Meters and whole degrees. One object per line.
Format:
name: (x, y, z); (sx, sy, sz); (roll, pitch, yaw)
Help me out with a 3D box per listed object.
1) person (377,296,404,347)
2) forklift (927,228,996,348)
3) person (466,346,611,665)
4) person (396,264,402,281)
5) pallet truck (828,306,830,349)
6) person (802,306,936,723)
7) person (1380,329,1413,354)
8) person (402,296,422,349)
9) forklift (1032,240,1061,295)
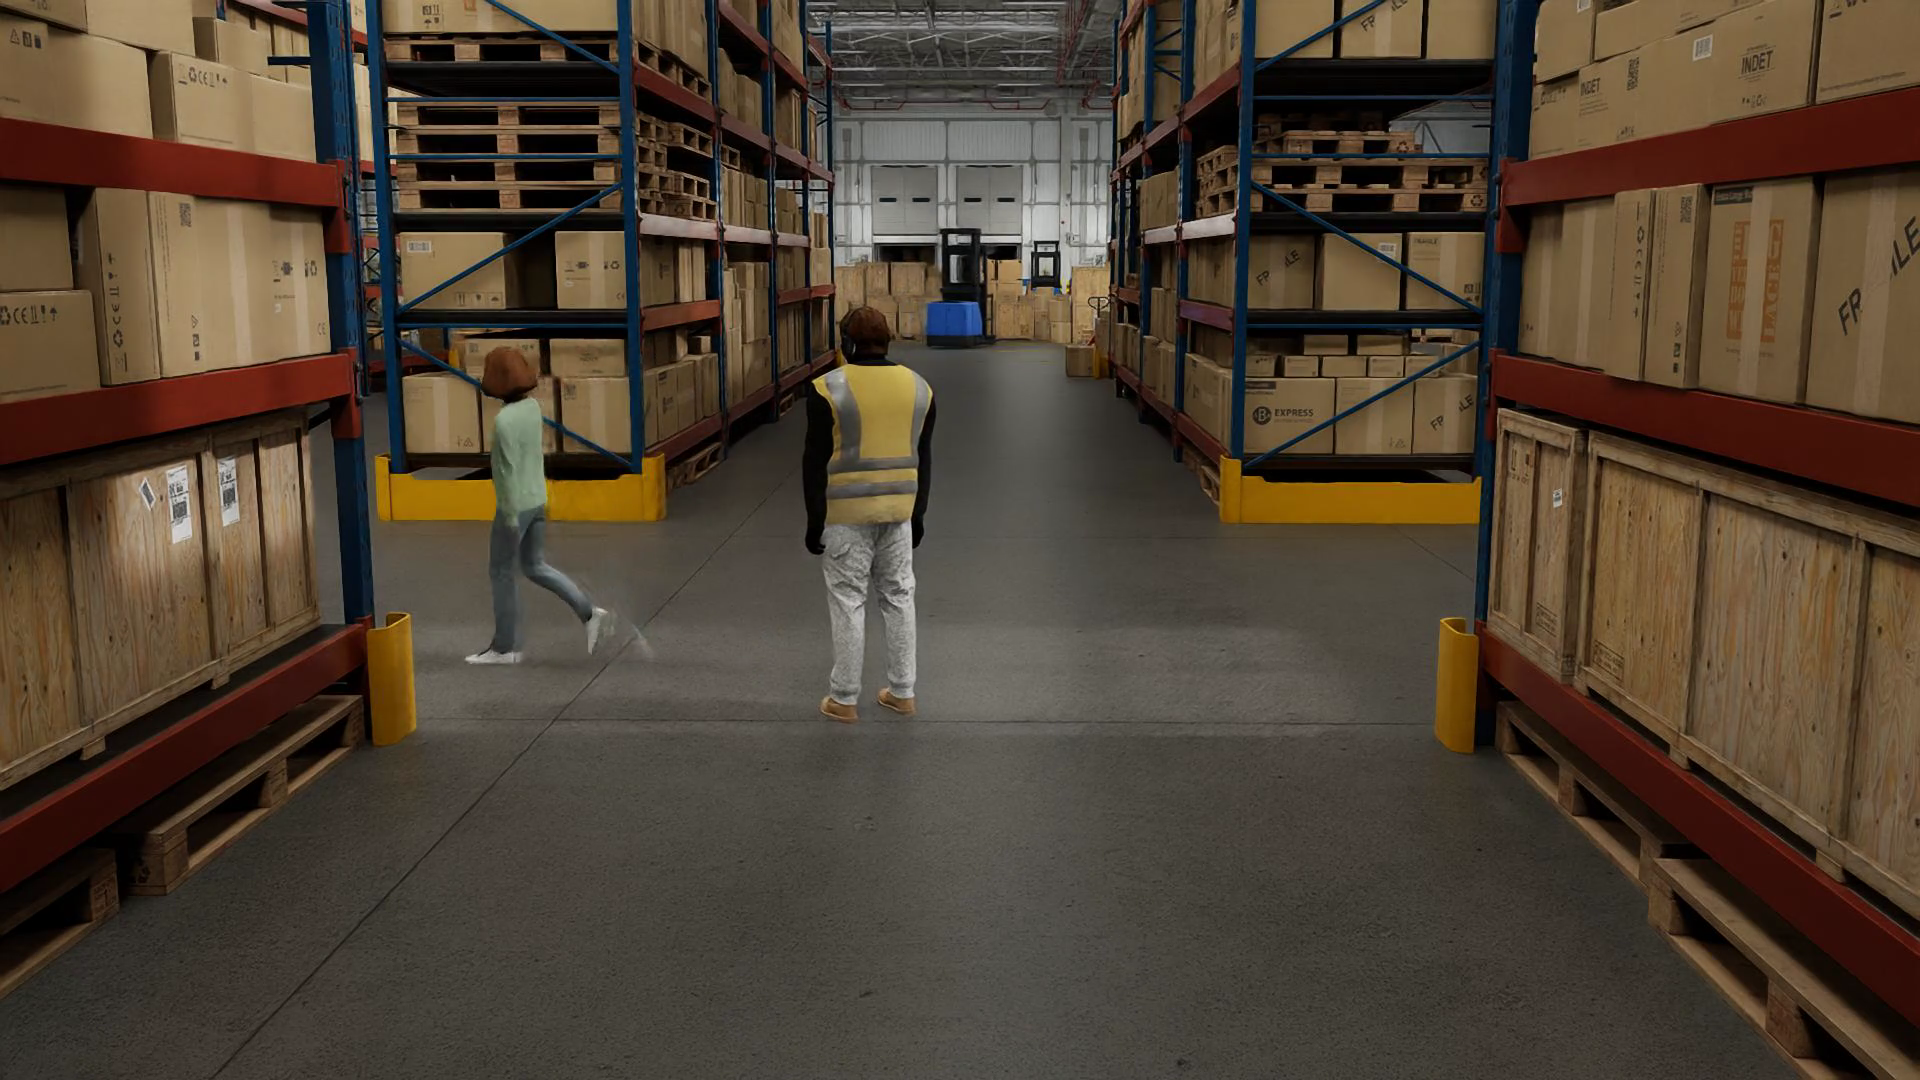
person: (-11.582, -4.436, 33.941); (0.615, 1.597, 0.792); (-6, 11, -32)
forklift: (0.010, -6.010, 39.560); (1.129, 2.768, 1.873); (4, 10, 21)
person: (-2.140, -0.160, 8.294); (0.660, 1.613, 0.505); (1, 10, 8)
person: (-18.532, -8.210, 55.249); (1.029, 2.000, 0.707); (-4, 10, -24)
pallet truck: (-3.100, -3.940, 29.800); (1.885, 1.965, 0.823); (3, 10, 19)
person: (-0.414, -0.109, 7.365); (0.619, 1.836, 0.431); (-6, 11, -33)
person: (6.315, -2.839, 24.176); (0.537, 1.675, 0.662); (2, 10, 12)
person: (-11.362, -4.720, 34.654); (0.372, 1.939, 0.631); (8, 12, 39)
forklift: (3.174, -9.648, 61.354); (1.129, 2.768, 1.873); (0, 9, 1)
